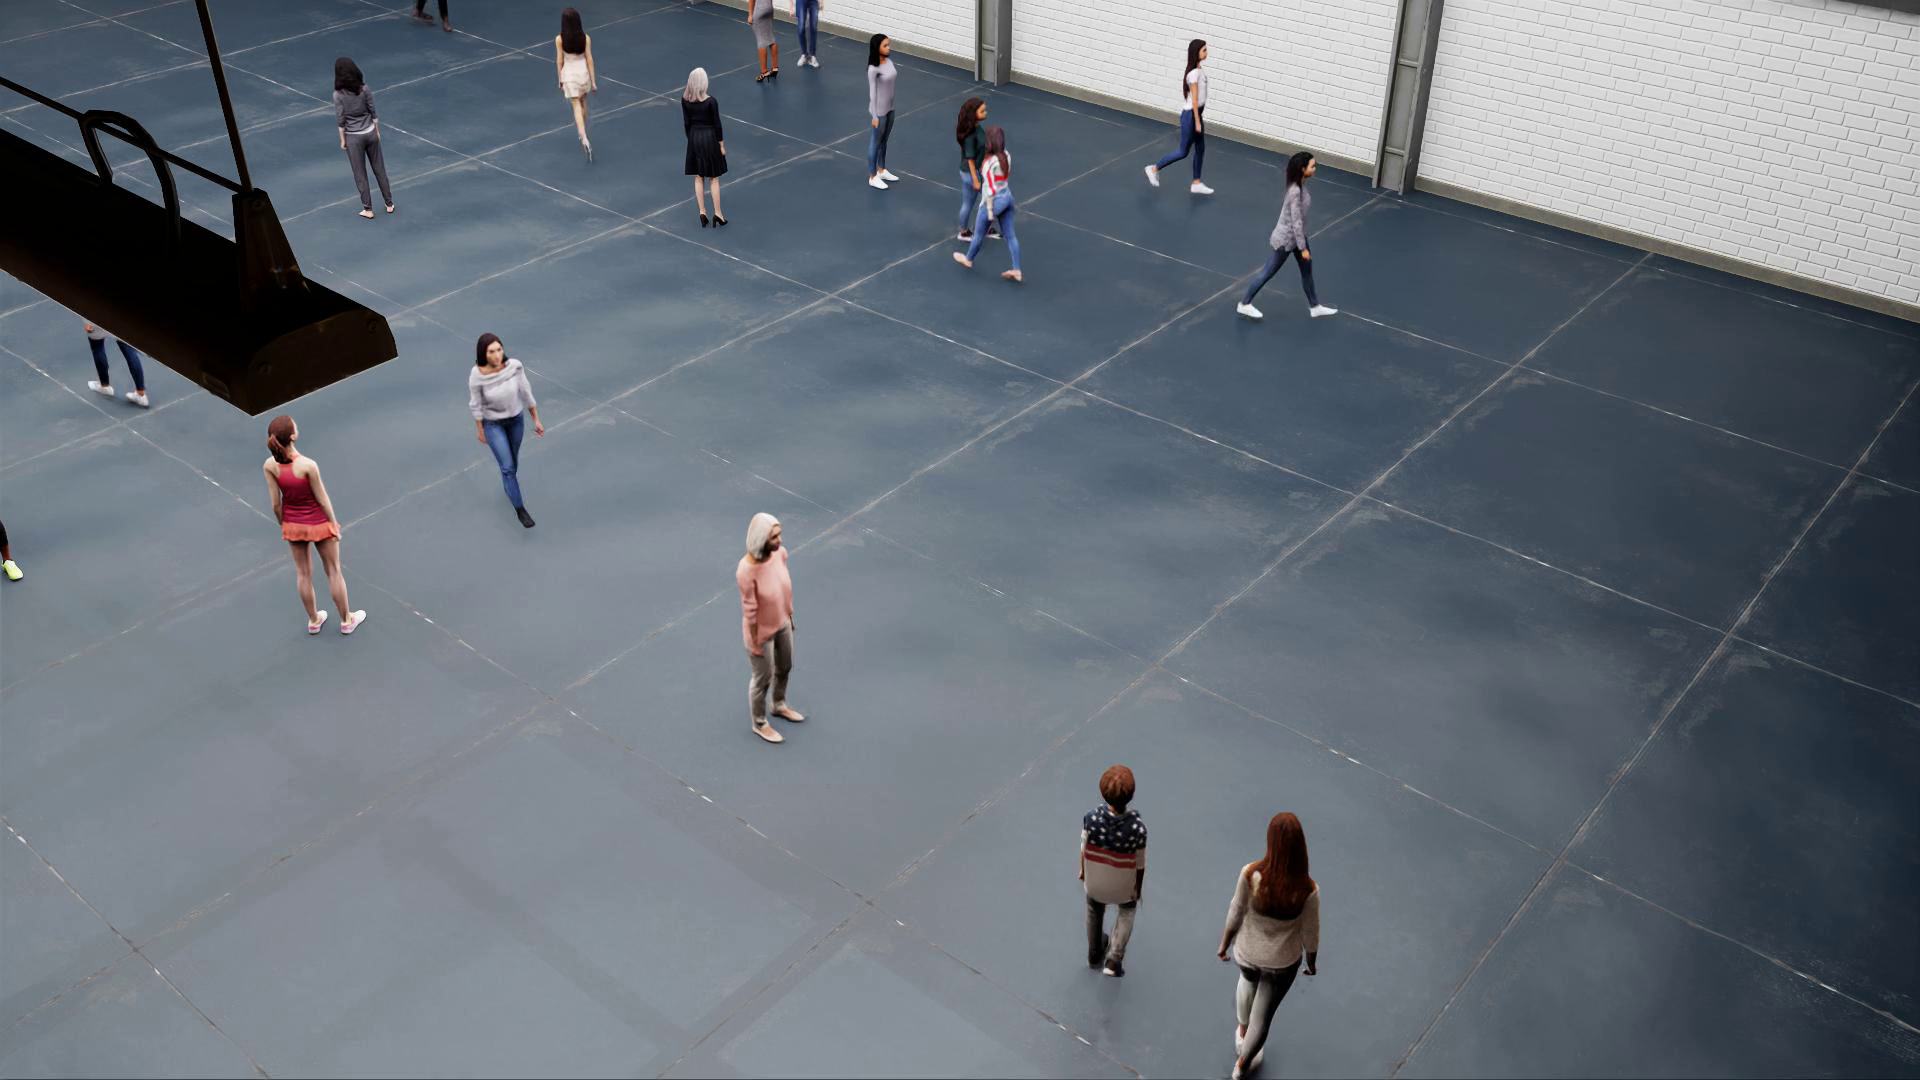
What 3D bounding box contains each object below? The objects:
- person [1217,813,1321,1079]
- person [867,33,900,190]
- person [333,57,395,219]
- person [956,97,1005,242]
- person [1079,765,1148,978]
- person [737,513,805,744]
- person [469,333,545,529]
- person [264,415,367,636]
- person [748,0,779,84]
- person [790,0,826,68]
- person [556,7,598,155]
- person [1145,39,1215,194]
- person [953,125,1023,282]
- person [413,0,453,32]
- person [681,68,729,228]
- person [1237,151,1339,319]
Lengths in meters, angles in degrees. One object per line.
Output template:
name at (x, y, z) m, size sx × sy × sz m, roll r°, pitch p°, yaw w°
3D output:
person at (1.525, 2.157, 8.407) m, size 0.669 × 1.682 × 0.785 m, roll 15°, pitch 37°, yaw 21°
person at (-0.904, -4.915, 18.998) m, size 0.601 × 1.734 × 0.650 m, roll 15°, pitch 37°, yaw 22°
person at (-6.555, -4.405, 18.203) m, size 0.650 × 1.765 × 0.600 m, roll -21°, pitch 39°, yaw -29°
person at (0.062, -3.900, 17.594) m, size 0.850 × 1.600 × 0.753 m, roll 8°, pitch 34°, yaw 11°
person at (0.812, 1.858, 9.085) m, size 0.691 × 1.429 × 0.719 m, roll 9°, pitch 35°, yaw 13°
person at (-1.261, 0.548, 10.789) m, size 0.566 × 1.724 × 0.622 m, roll 18°, pitch 38°, yaw 25°
person at (-3.633, -0.930, 13.129) m, size 0.743 × 1.596 × 1.006 m, roll -25°, pitch 41°, yaw -32°
person at (-4.607, -0.104, 11.743) m, size 0.649 × 1.752 × 0.723 m, roll 1°, pitch 34°, yaw 1°
person at (-2.625, -6.992, 22.081) m, size 0.520 × 1.781 × 0.574 m, roll 26°, pitch 41°, yaw 33°
person at (-2.053, -7.316, 22.622) m, size 0.674 × 1.721 × 0.734 m, roll -11°, pitch 35°, yaw -16°
person at (-4.556, -5.412, 19.779) m, size 0.930 × 1.699 × 1.107 m, roll -10°, pitch 35°, yaw -15°
person at (2.512, -4.728, 18.706) m, size 1.104 × 1.747 × 0.834 m, roll 10°, pitch 35°, yaw 15°
person at (0.453, -3.368, 16.824) m, size 1.022 × 1.565 × 0.581 m, roll 24°, pitch 40°, yaw 31°
person at (-7.722, -8.270, 23.991) m, size 1.037 × 1.795 × 0.759 m, roll 24°, pitch 40°, yaw 32°
person at (-2.756, -4.240, 17.972) m, size 0.645 × 1.746 × 0.754 m, roll 8°, pitch 34°, yaw 12°
person at (3.070, -2.871, 15.974) m, size 1.272 × 1.678 × 0.948 m, roll 10°, pitch 35°, yaw 15°
